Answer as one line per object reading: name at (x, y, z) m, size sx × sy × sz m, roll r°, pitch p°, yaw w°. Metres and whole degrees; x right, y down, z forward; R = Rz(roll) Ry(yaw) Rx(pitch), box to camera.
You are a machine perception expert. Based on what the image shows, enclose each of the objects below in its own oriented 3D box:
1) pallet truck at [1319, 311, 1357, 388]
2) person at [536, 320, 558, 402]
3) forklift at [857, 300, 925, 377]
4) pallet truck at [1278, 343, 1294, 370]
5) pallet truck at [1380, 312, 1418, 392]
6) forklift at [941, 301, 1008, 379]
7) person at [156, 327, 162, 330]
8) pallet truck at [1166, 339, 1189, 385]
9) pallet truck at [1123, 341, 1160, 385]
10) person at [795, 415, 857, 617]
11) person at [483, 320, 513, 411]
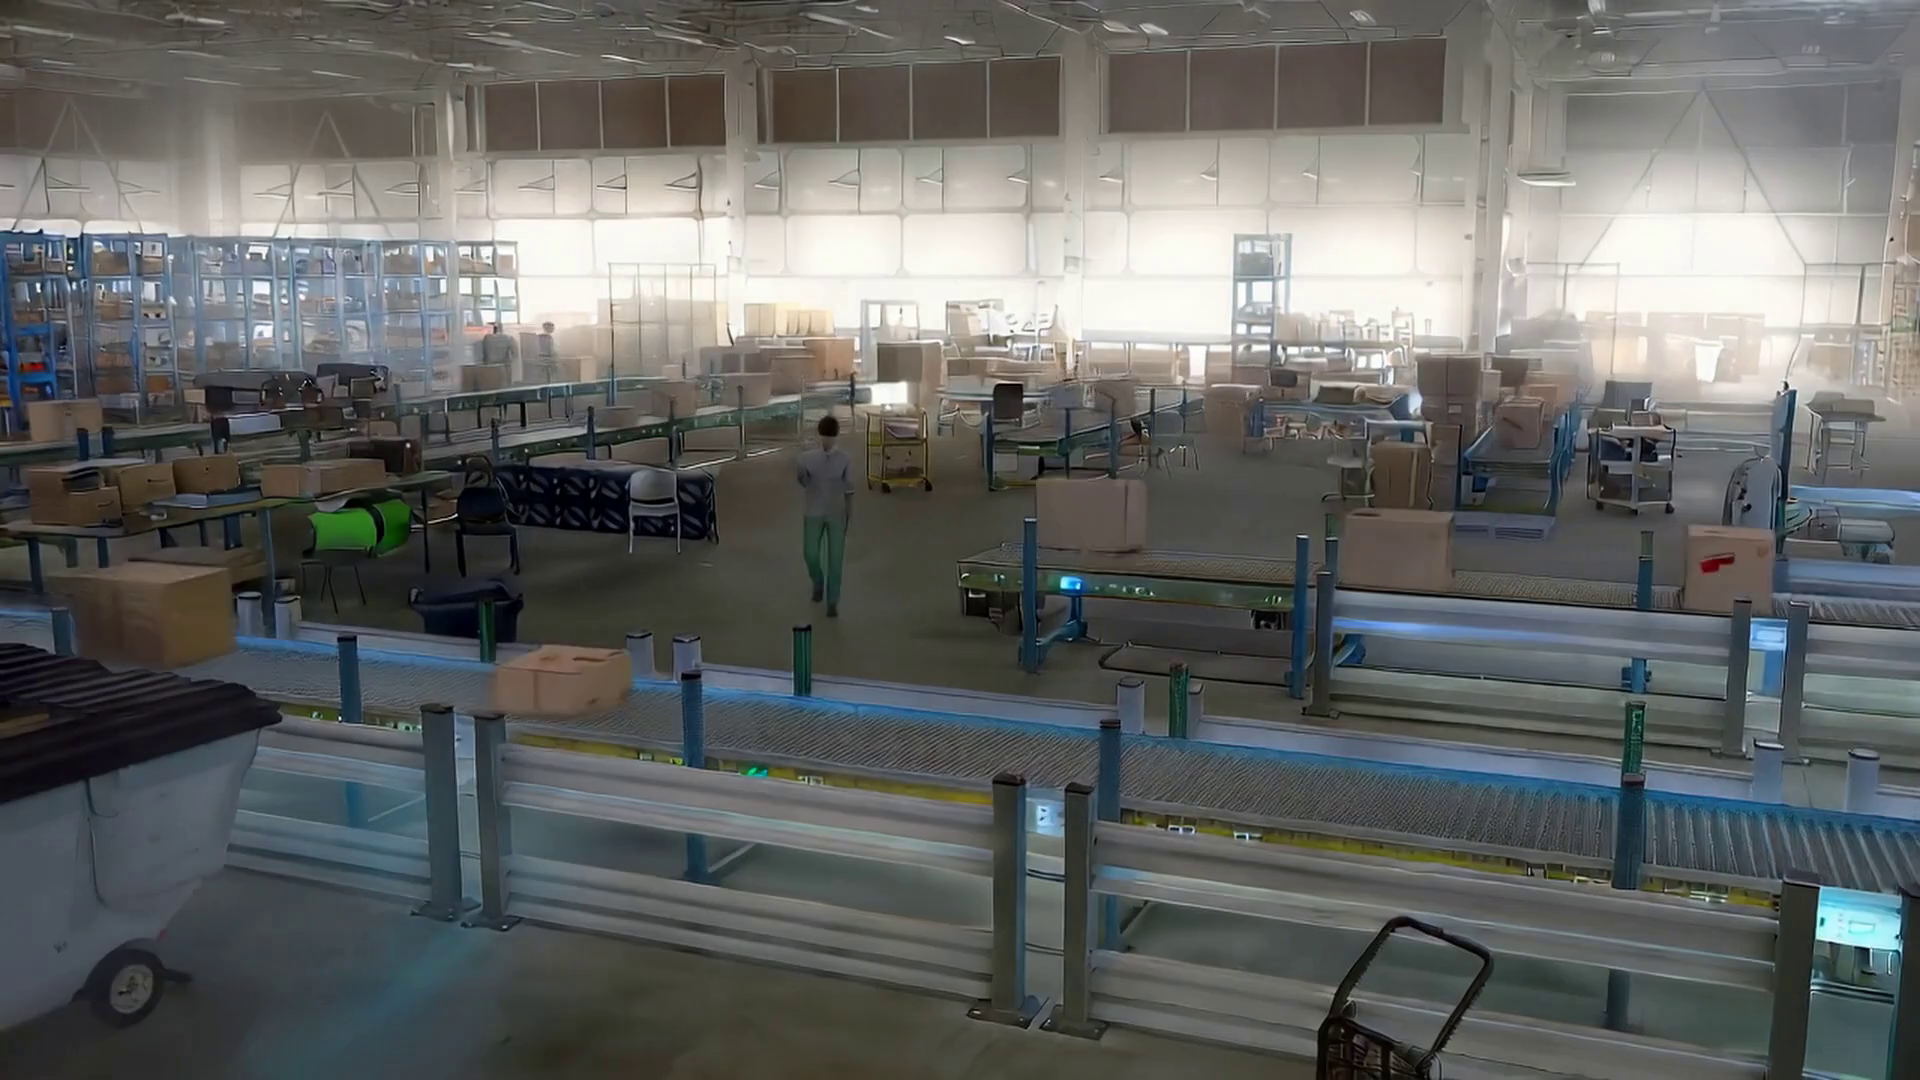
pallet truck at (9.071, -4.419, 39.190) m, size 0.823 × 1.965 × 1.885 m, roll 5°, pitch 10°, yaw 26°
person at (-9.119, -3.951, 36.882) m, size 0.625 × 1.818 × 0.427 m, roll 7°, pitch 12°, yaw 38°
forklift at (-1.732, -5.109, 42.468) m, size 1.157 × 1.987 × 2.680 m, roll 4°, pitch 10°, yaw 22°
pallet truck at (7.886, -4.163, 39.743) m, size 0.653 × 1.274 × 1.630 m, roll 4°, pitch 10°, yaw 22°
pallet truck at (10.207, -4.283, 38.369) m, size 0.823 × 1.965 × 1.885 m, roll 3°, pitch 10°, yaw 20°
forklift at (0.365, -4.966, 41.571) m, size 1.157 × 1.987 × 2.680 m, roll 3°, pitch 10°, yaw 20°
person at (-17.892, -4.007, 37.202) m, size 0.577 × 1.831 × 0.396 m, roll -7°, pitch 11°, yaw -35°
pallet truck at (5.418, -4.269, 40.420) m, size 0.704 × 1.261 × 1.522 m, roll 3°, pitch 10°, yaw 20°
pallet truck at (4.445, -4.380, 41.279) m, size 0.680 × 1.201 × 1.601 m, roll 4°, pitch 10°, yaw 22°
person at (-1.161, -0.226, 14.486) m, size 0.547 × 1.752 × 0.491 m, roll 0°, pitch 9°, yaw -3°
person at (-9.680, -3.653, 34.824) m, size 0.642 × 1.910 × 0.401 m, roll 1°, pitch 9°, yaw 8°
